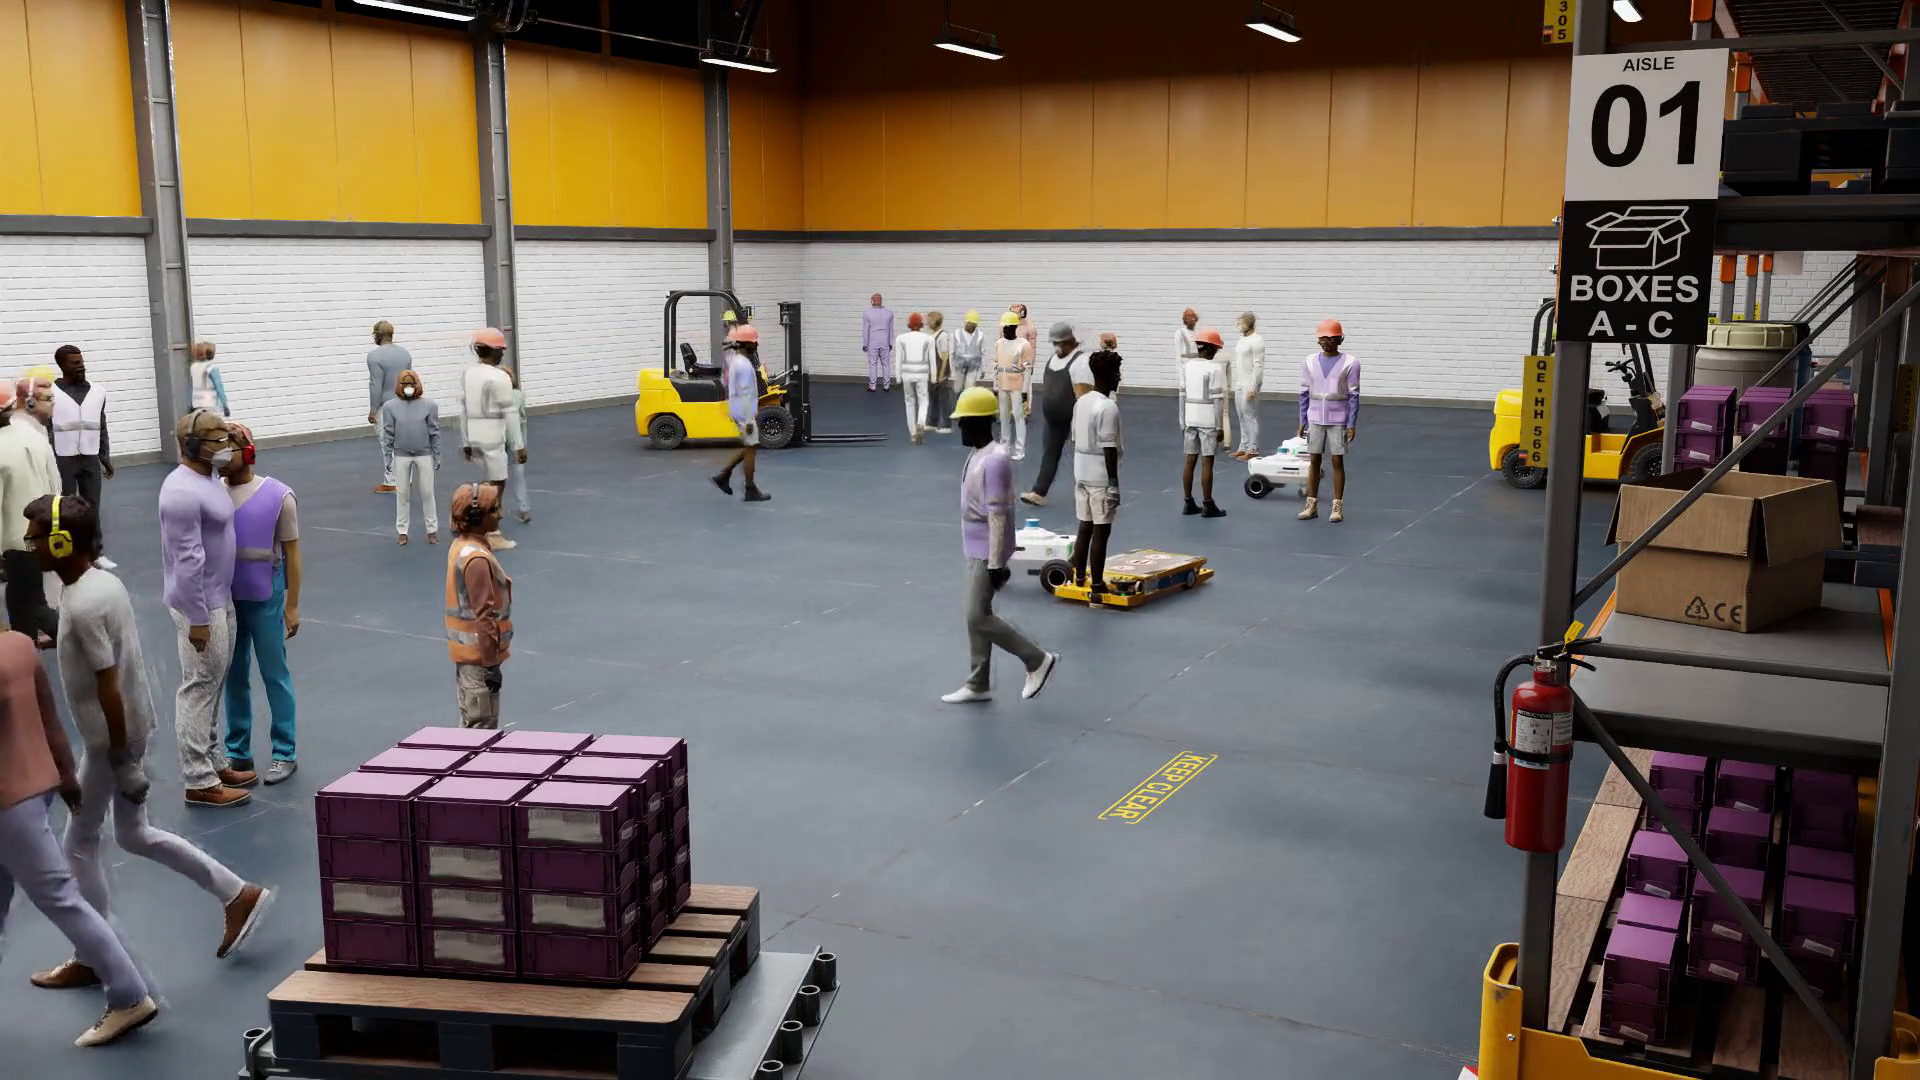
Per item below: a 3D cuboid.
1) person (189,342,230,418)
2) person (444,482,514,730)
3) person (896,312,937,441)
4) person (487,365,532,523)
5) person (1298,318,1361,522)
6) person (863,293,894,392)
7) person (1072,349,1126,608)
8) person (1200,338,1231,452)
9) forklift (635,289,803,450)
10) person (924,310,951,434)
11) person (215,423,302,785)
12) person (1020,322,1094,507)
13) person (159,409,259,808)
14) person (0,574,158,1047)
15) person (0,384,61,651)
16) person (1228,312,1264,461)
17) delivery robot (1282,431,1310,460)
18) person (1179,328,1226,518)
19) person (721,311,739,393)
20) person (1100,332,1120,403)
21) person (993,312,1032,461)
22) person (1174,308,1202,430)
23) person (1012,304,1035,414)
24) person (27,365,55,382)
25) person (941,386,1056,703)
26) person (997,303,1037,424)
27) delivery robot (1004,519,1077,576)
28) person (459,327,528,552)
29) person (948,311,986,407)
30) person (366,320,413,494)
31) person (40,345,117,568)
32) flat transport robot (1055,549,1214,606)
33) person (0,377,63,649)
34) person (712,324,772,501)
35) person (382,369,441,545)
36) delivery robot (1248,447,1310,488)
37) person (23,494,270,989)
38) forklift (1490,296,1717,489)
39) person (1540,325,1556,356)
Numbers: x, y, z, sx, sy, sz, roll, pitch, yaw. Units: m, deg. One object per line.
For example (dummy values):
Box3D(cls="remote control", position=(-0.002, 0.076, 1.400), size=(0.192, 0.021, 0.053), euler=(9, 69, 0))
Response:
Box3D(cls="person", position=(-9.292, -1.647, 20.569), size=(0.543, 1.588, 0.879), euler=(7, 12, 34))
Box3D(cls="person", position=(-2.222, 0.549, 7.715), size=(0.306, 1.639, 0.523), euler=(-5, 11, -24))
Box3D(cls="person", position=(-0.627, -2.295, 23.563), size=(0.583, 1.857, 0.692), euler=(0, 10, 3))
Box3D(cls="person", position=(-4.517, -0.950, 16.541), size=(0.530, 1.583, 0.872), euler=(-8, 12, -38))
Box3D(cls="person", position=(3.680, -1.198, 16.658), size=(0.608, 2.044, 0.377), euler=(6, 11, 29))
Box3D(cls="person", position=(-1.599, -3.820, 32.246), size=(0.641, 1.905, 0.410), euler=(-4, 11, -24))
Box3D(cls="person", position=(1.058, -0.470, 12.663), size=(0.367, 1.964, 0.609), euler=(-3, 10, -19))
Box3D(cls="person", position=(3.461, -1.985, 22.438), size=(0.564, 1.627, 0.319), euler=(-7, 12, -33))
Box3D(cls="forklift", position=(-3.358, -2.392, 23.136), size=(2.313, 2.155, 1.214), euler=(-1, 10, -5))
Box3D(cls="person", position=(-0.330, -2.512, 24.848), size=(0.341, 1.843, 0.513), euler=(-4, 11, -24))
Box3D(cls="person", position=(-3.616, 0.317, 8.459), size=(0.573, 1.844, 0.376), euler=(2, 10, 10))
Box3D(cls="person", position=(1.136, -1.368, 17.653), size=(1.057, 2.000, 0.693), euler=(-9, 13, -42))
Box3D(cls="person", position=(-3.687, 0.329, 8.125), size=(0.352, 1.936, 0.635), euler=(-2, 10, -14))
Box3D(cls="person", position=(-3.217, 0.877, 5.630), size=(0.942, 1.703, 0.575), euler=(-1, 10, -5))
Box3D(cls="person", position=(-5.539, 0.001, 10.013), size=(0.851, 1.951, 0.659), euler=(0, 10, 0))
Box3D(cls="person", position=(3.714, -1.969, 21.525), size=(0.389, 1.938, 0.653), euler=(-2, 10, -12))
Box3D(cls="delivery robot", position=(4.075, -1.057, 19.875), size=(0.477, 0.478, 0.707), euler=(0, 10, 1))
Box3D(cls="person", position=(2.491, -1.196, 16.984), size=(0.382, 1.927, 0.542), euler=(-8, 13, -39))
Box3D(cls="person", position=(-3.664, -2.875, 27.222), size=(0.554, 1.752, 0.530), euler=(0, 10, 1))
Box3D(cls="person", position=(1.975, -1.951, 22.186), size=(0.307, 1.641, 0.513), euler=(1, 10, 3))
Box3D(cls="person", position=(0.658, -1.996, 21.617), size=(0.588, 1.927, 0.370), euler=(8, 13, 39))
Box3D(cls="person", position=(3.483, -2.579, 25.204), size=(0.713, 1.856, 0.431), euler=(-9, 13, -41))
Box3D(cls="person", position=(1.002, -3.007, 27.719), size=(0.429, 1.841, 0.633), euler=(6, 11, 29))
Box3D(cls="person", position=(-8.022, -0.651, 14.409), size=(0.502, 1.718, 0.640), euler=(8, 12, 38))
Box3D(cls="person", position=(0.212, 0.046, 9.839), size=(0.566, 1.915, 0.589), euler=(-2, 10, -9))
Box3D(cls="person", position=(0.872, -2.763, 26.116), size=(0.639, 1.908, 0.409), euler=(5, 11, 26))
Box3D(cls="delivery robot", position=(0.578, 0.074, 13.327), size=(0.707, 0.478, 0.477), euler=(2, 10, 11))
Box3D(cls="person", position=(-4.195, -0.894, 14.972), size=(0.640, 2.022, 0.455), euler=(8, 13, 41))
Box3D(cls="person", position=(0.100, -2.753, 26.451), size=(0.623, 1.783, 0.657), euler=(-1, 10, -4))
Box3D(cls="person", position=(-6.389, -1.486, 18.633), size=(0.356, 1.937, 0.638), euler=(4, 11, 22))
Box3D(cls="person", position=(-7.460, -0.684, 14.036), size=(0.390, 1.922, 0.593), euler=(7, 12, 34))
Box3D(cls="flat transport robot", position=(1.407, 0.280, 13.226), size=(0.652, 0.197, 1.431), euler=(7, 12, 35))
Box3D(cls="person", position=(-6.369, -0.159, 11.184), size=(0.703, 1.870, 0.662), euler=(-8, 13, -39))
Box3D(cls="person", position=(-2.346, -1.364, 17.953), size=(0.524, 1.927, 0.559), euler=(-4, 10, -20))
Box3D(cls="person", position=(-5.045, -0.761, 15.336), size=(0.501, 1.626, 0.278), euler=(-3, 10, -16))
Box3D(cls="delivery robot", position=(3.538, -0.779, 18.265), size=(0.707, 0.478, 0.477), euler=(4, 11, 20))
Box3D(cls="person", position=(-3.026, 0.728, 6.104), size=(0.770, 1.842, 0.519), euler=(-2, 10, -14))
Box3D(cls="forklift", position=(7.296, -1.677, 18.993), size=(2.313, 2.155, 1.214), euler=(5, 11, 27))
Box3D(cls="person", position=(7.371, -1.762, 20.618), size=(0.793, 1.805, 0.601), euler=(-2, 10, -11))
